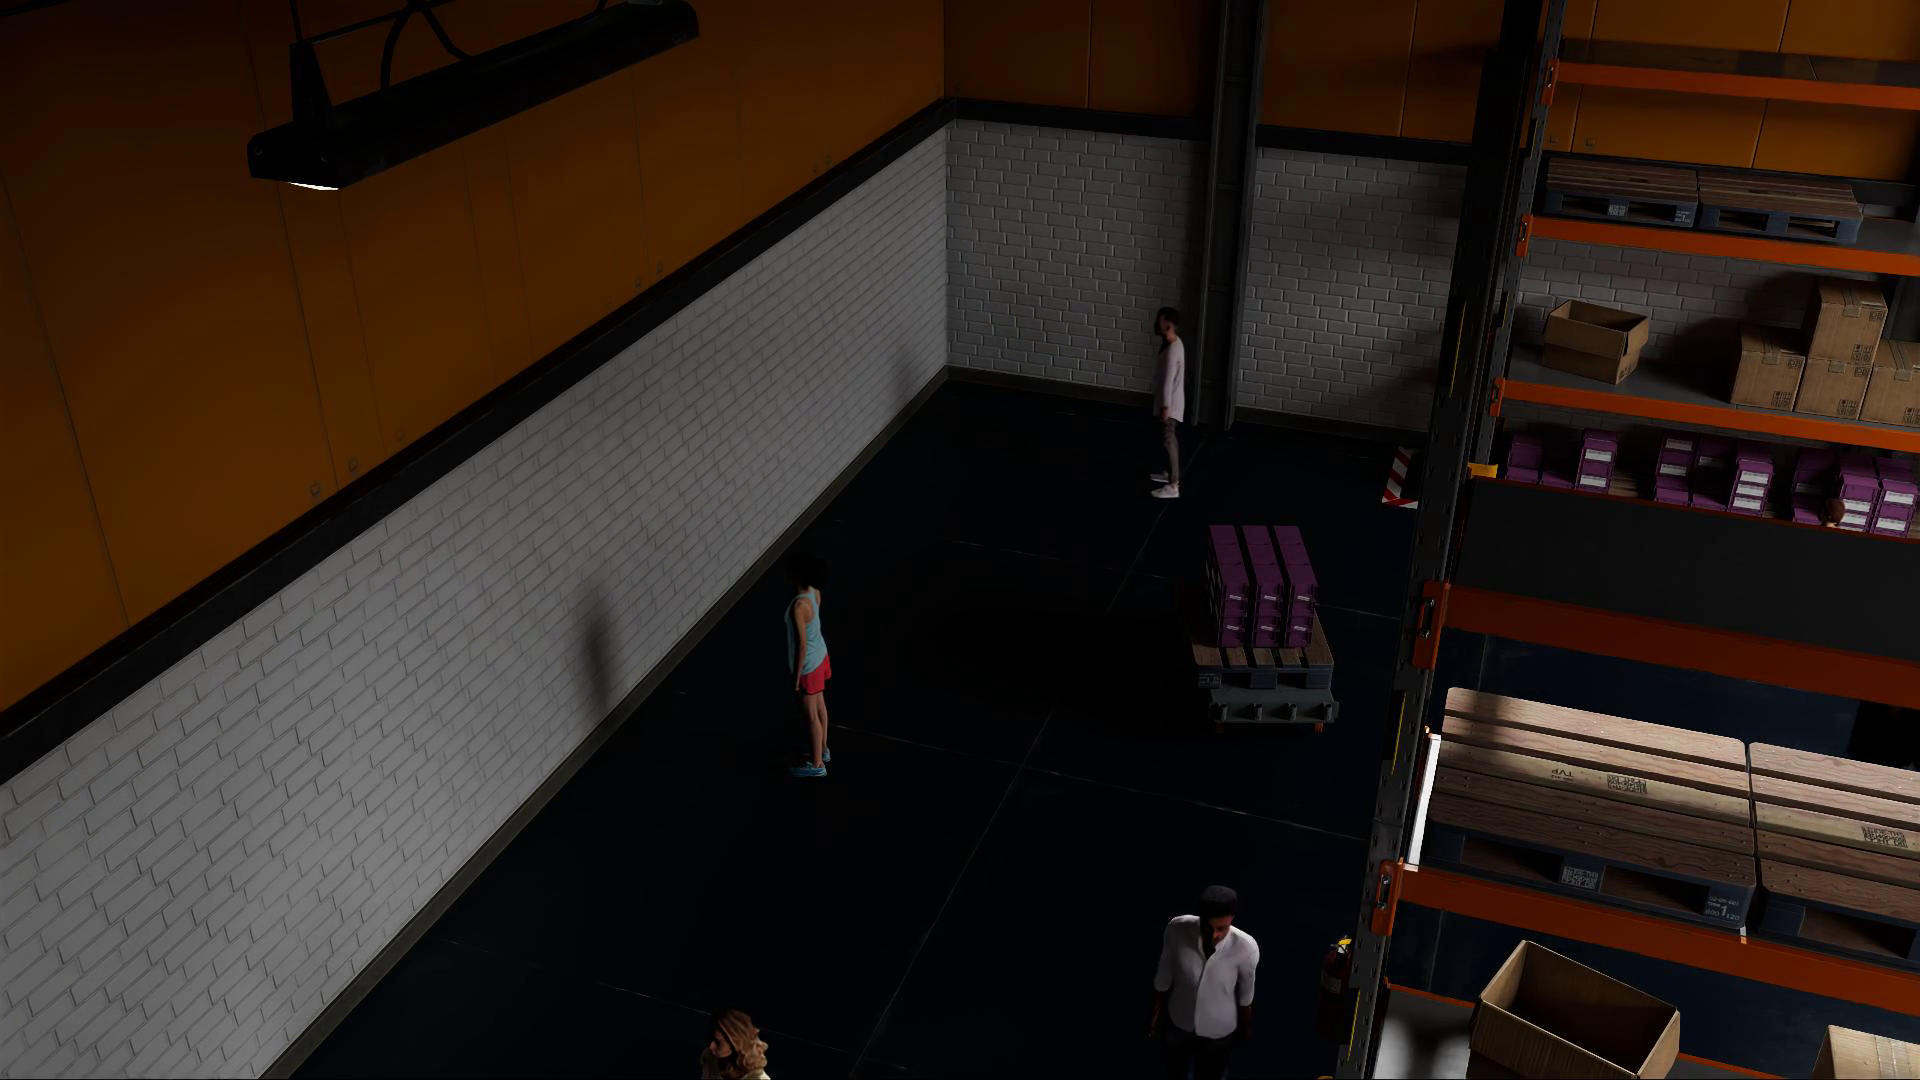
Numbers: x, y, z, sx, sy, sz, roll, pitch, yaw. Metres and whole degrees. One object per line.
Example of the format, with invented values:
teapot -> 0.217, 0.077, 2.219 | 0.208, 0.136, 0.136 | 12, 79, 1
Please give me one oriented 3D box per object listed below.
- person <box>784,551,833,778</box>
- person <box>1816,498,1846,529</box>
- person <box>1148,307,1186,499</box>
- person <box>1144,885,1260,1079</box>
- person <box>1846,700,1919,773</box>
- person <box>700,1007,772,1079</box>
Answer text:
person -> -1.059, 0.854, 11.513 | 0.608, 1.765, 0.607 | 6, 29, 11
person -> 6.857, 0.208, 13.293 | 0.527, 1.194, 0.520 | 18, 34, 30
person -> 1.932, -1.287, 15.368 | 0.655, 1.833, 0.723 | 2, 29, 4
person -> 1.296, 2.417, 8.628 | 0.640, 1.784, 0.783 | 17, 33, 28
person -> 5.736, 1.413, 10.411 | 0.750, 1.839, 0.698 | -11, 31, -20
person -> -1.027, 2.868, 7.866 | 0.585, 1.722, 0.750 | 21, 35, 33
